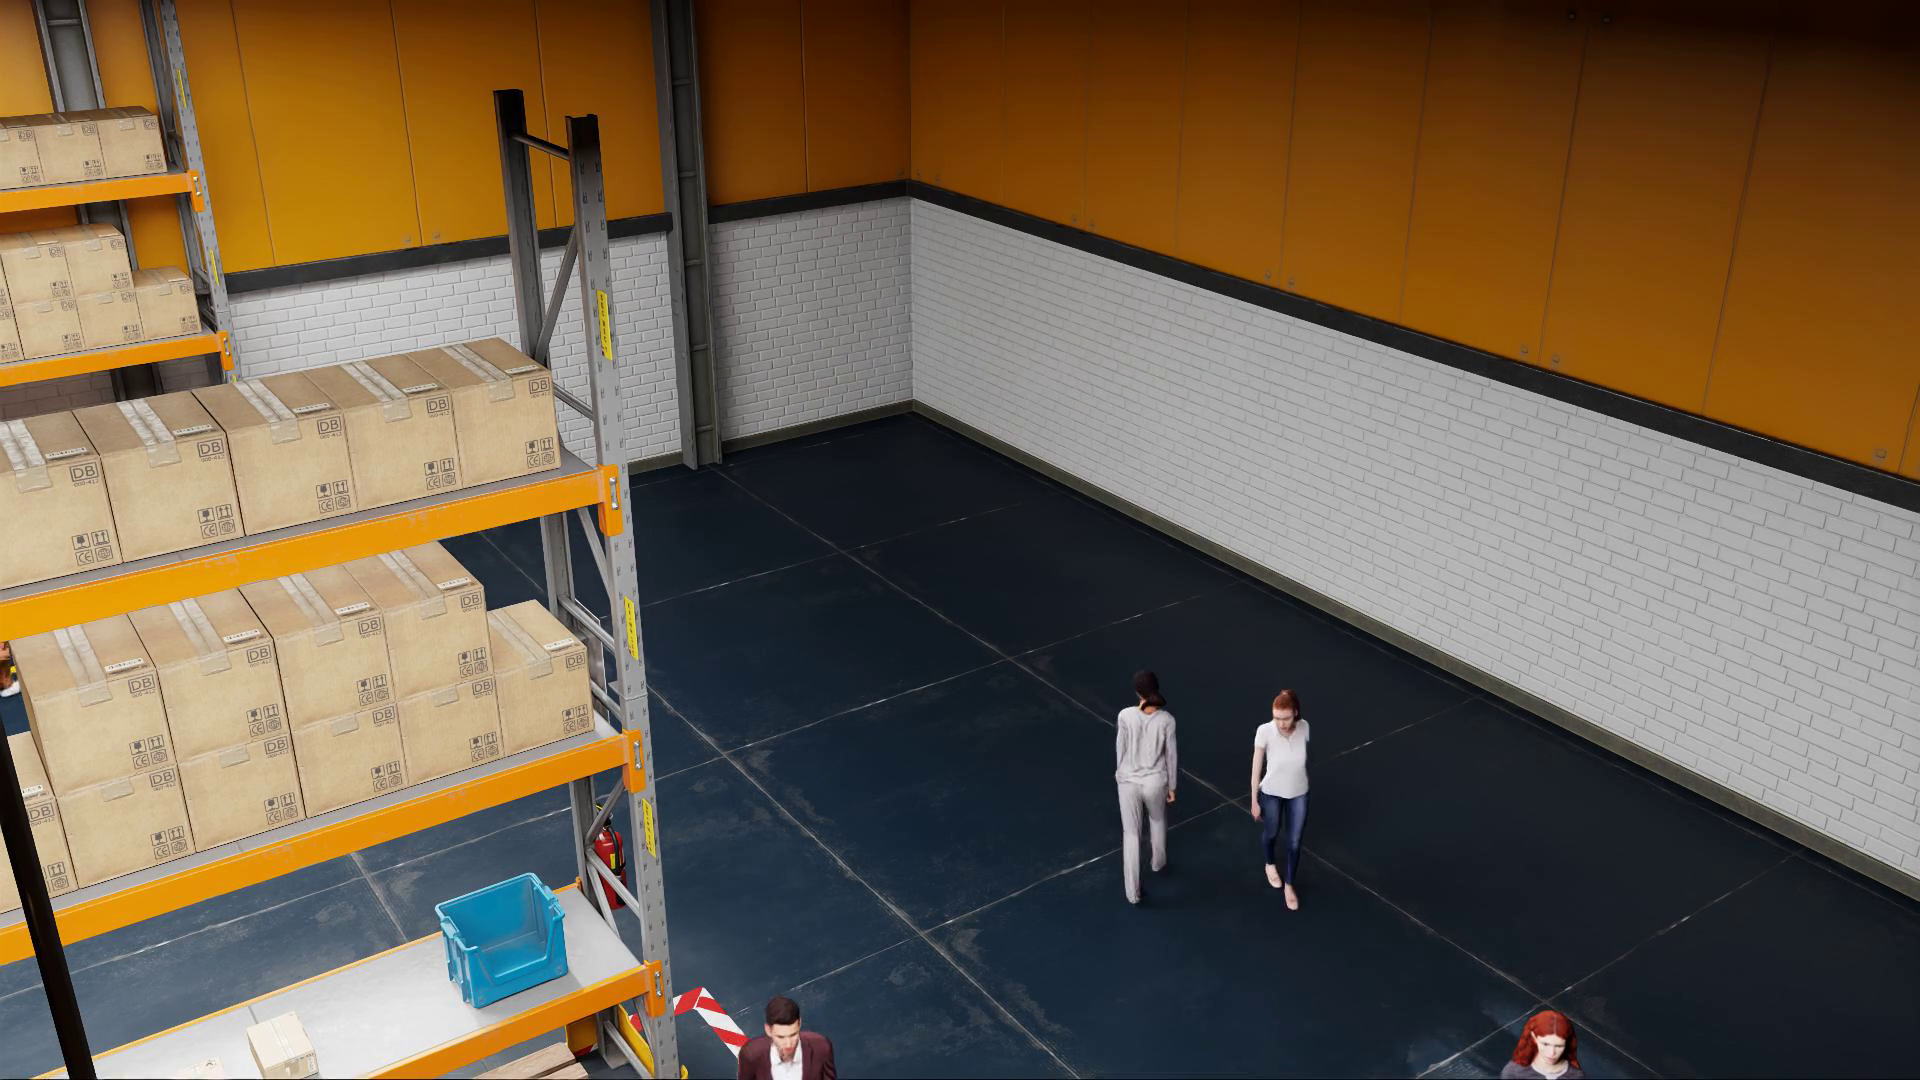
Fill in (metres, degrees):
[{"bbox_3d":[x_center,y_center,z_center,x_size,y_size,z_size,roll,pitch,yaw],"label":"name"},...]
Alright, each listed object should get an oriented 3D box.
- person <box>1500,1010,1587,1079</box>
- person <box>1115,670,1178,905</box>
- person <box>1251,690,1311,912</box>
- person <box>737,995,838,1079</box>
[{"bbox_3d":[2.953,3.179,8.618,0.641,1.780,0.711,3,24,6],"label":"person"},{"bbox_3d":[1.295,1.794,11.835,0.930,1.742,1.002,5,24,11],"label":"person"},{"bbox_3d":[2.311,1.785,11.906,0.859,1.701,0.877,-4,24,-8],"label":"person"},{"bbox_3d":[-0.912,3.091,8.726,0.773,1.854,0.876,-3,24,-7],"label":"person"}]
